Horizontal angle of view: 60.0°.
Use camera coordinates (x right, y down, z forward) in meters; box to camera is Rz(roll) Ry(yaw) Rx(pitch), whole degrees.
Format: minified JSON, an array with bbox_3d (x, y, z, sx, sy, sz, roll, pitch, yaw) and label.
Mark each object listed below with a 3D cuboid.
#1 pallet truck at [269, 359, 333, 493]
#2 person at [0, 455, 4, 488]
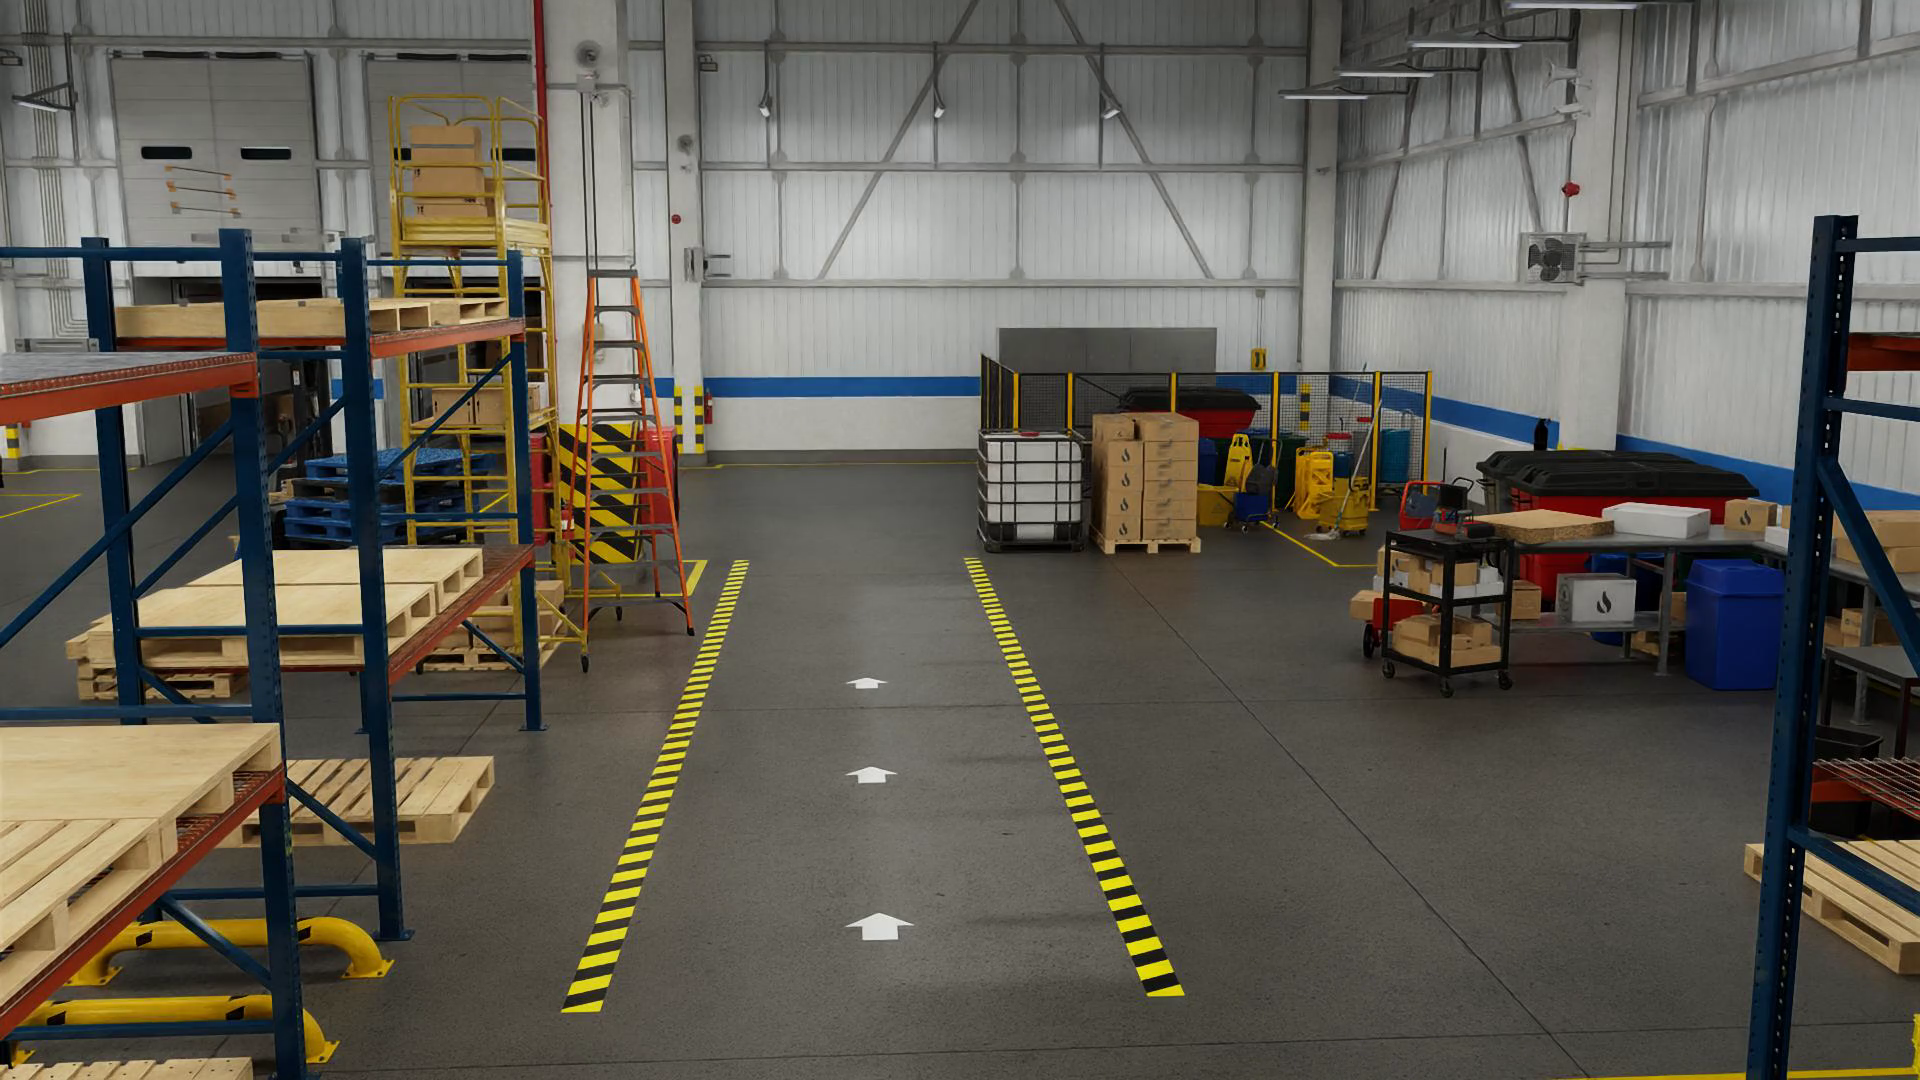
[{"bbox_3d":[-7.062,-1.131,18.996,1.885,1.965,0.823,2,9,13],"label":"pallet truck"},{"bbox_3d":[-13.190,-1.647,22.462,0.543,1.929,0.384,9,12,43],"label":"person"}]
